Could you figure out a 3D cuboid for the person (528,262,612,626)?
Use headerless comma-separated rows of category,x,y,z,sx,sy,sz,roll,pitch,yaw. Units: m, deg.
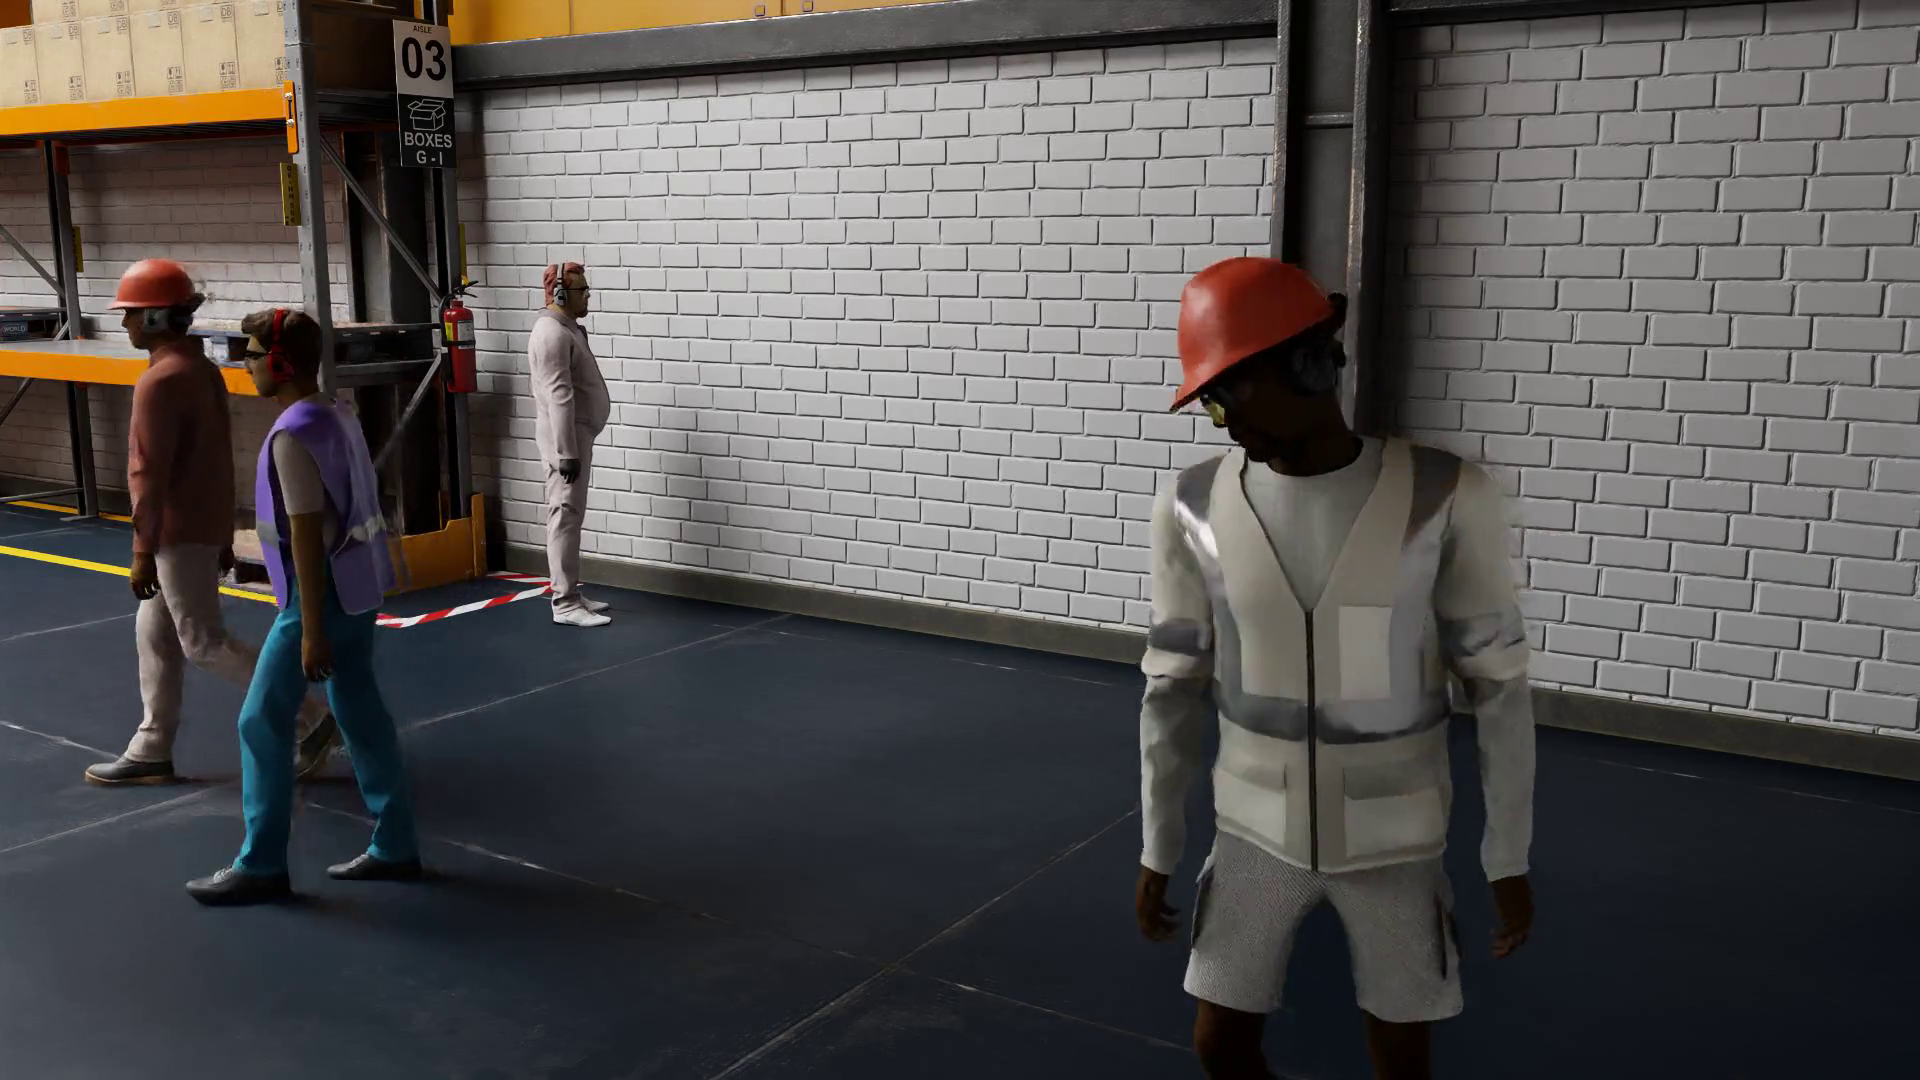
person,-2.049,-0.504,8.794,0.409,1.907,0.651,-2,10,-12

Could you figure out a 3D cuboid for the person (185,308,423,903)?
person,-2.070,0.209,5.105,0.801,1.813,0.597,-1,10,-4

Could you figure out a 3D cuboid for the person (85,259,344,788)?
person,-2.757,-0.037,6.063,0.926,1.962,0.622,-2,10,-9

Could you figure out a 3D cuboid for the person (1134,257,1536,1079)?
person,0.654,0.516,2.922,0.684,1.993,0.443,4,11,22
